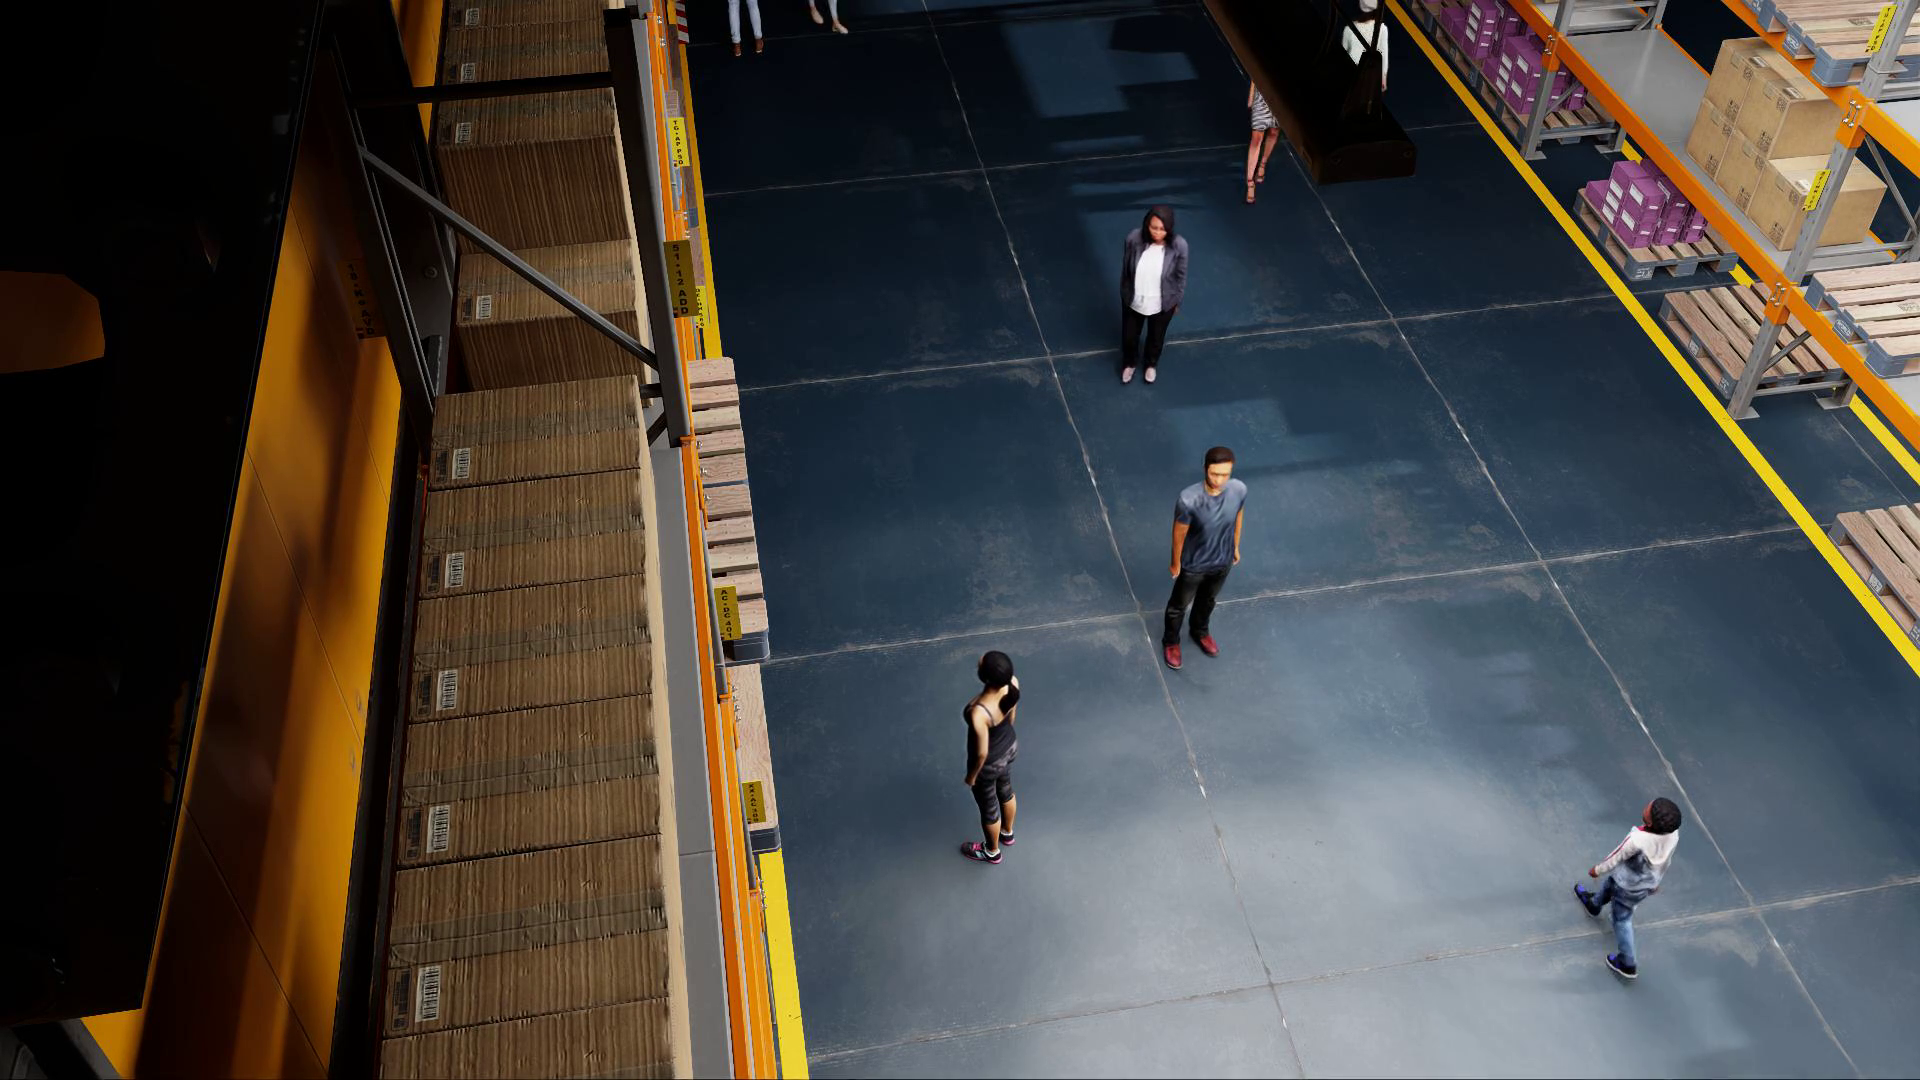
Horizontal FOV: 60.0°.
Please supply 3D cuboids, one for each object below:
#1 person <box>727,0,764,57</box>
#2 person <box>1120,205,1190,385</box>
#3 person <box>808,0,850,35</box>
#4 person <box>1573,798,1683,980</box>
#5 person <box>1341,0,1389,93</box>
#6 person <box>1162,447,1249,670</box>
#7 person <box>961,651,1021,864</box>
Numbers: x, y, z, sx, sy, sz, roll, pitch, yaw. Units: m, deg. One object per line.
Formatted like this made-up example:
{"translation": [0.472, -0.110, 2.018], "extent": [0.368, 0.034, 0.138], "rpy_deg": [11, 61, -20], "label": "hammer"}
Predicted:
{"translation": [-2.272, -5.871, 17.047], "extent": [0.670, 1.836, 0.551], "rpy_deg": [-10, 45, -11], "label": "person"}
{"translation": [1.513, -1.962, 13.126], "extent": [0.773, 1.585, 0.777], "rpy_deg": [7, 44, 8], "label": "person"}
{"translation": [-1.570, -6.271, 17.515], "extent": [0.832, 1.770, 1.055], "rpy_deg": [-23, 48, -22], "label": "person"}
{"translation": [3.787, 1.929, 9.289], "extent": [0.593, 1.244, 0.921], "rpy_deg": [-15, 46, -15], "label": "person"}
{"translation": [3.742, -4.277, 15.551], "extent": [0.828, 1.591, 1.179], "rpy_deg": [6, 44, 6], "label": "person"}
{"translation": [1.585, 0.087, 10.814], "extent": [0.685, 1.808, 0.599], "rpy_deg": [-15, 46, -15], "label": "person"}
{"translation": [0.200, 1.258, 9.642], "extent": [0.720, 1.730, 0.659], "rpy_deg": [25, 49, 24], "label": "person"}
